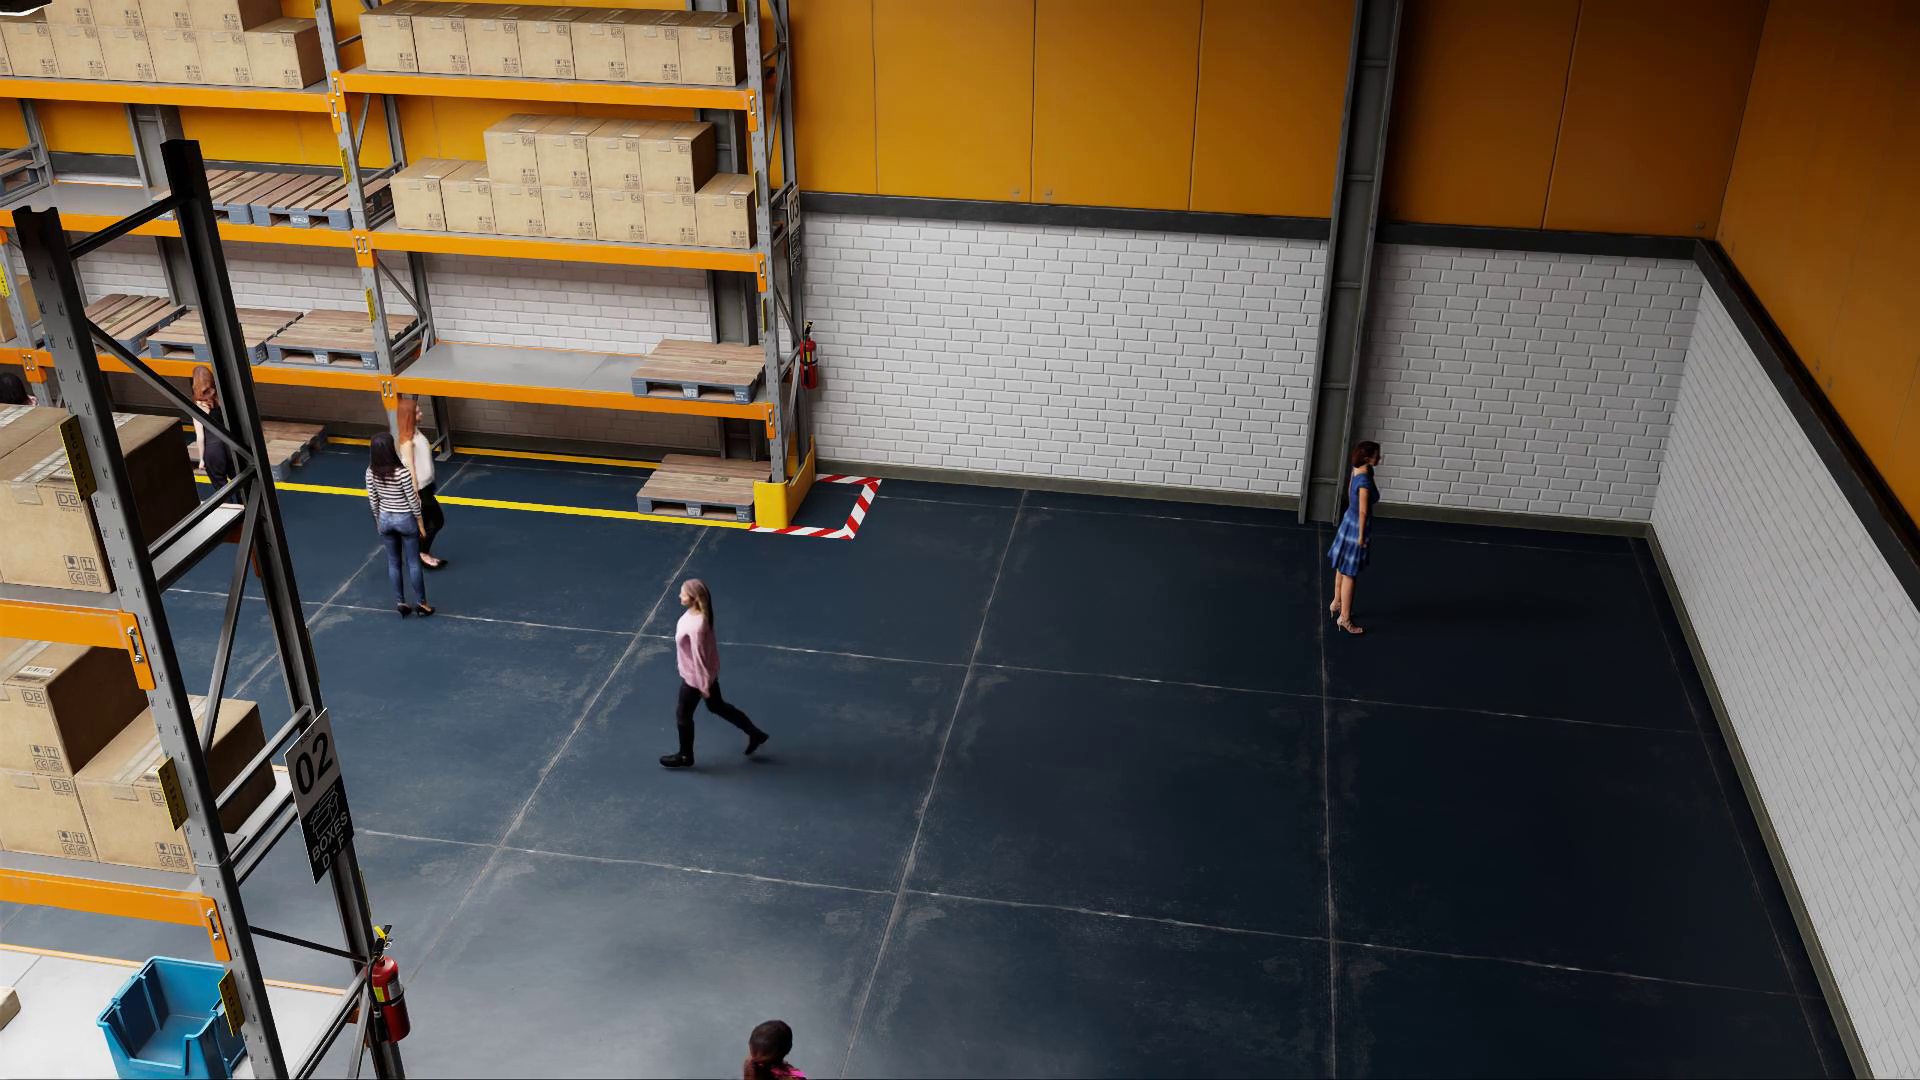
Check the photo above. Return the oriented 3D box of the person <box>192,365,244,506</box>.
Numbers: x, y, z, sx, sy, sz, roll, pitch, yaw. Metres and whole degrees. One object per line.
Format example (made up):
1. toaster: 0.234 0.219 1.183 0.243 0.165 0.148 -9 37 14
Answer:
1. person: -7.169 -0.874 16.112 0.641 1.747 0.662 17 33 28

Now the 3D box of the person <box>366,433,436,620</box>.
1. person: -4.953 -0.116 14.672 0.410 1.796 0.642 5 29 9

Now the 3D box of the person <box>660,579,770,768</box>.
1. person: -1.895 1.024 12.724 1.110 1.659 0.698 1 29 2

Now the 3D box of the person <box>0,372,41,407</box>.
1. person: -8.949 -0.808 16.006 0.647 1.733 0.661 17 33 28

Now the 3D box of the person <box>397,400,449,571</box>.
1. person: -5.099 -0.487 15.441 0.655 1.711 0.677 -4 29 -7

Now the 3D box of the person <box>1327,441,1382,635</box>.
1. person: 3.468 -0.044 14.530 0.629 1.805 0.703 1 29 1

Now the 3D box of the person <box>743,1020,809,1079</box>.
1. person: -0.994 3.207 8.667 0.789 1.713 0.818 24 36 36
